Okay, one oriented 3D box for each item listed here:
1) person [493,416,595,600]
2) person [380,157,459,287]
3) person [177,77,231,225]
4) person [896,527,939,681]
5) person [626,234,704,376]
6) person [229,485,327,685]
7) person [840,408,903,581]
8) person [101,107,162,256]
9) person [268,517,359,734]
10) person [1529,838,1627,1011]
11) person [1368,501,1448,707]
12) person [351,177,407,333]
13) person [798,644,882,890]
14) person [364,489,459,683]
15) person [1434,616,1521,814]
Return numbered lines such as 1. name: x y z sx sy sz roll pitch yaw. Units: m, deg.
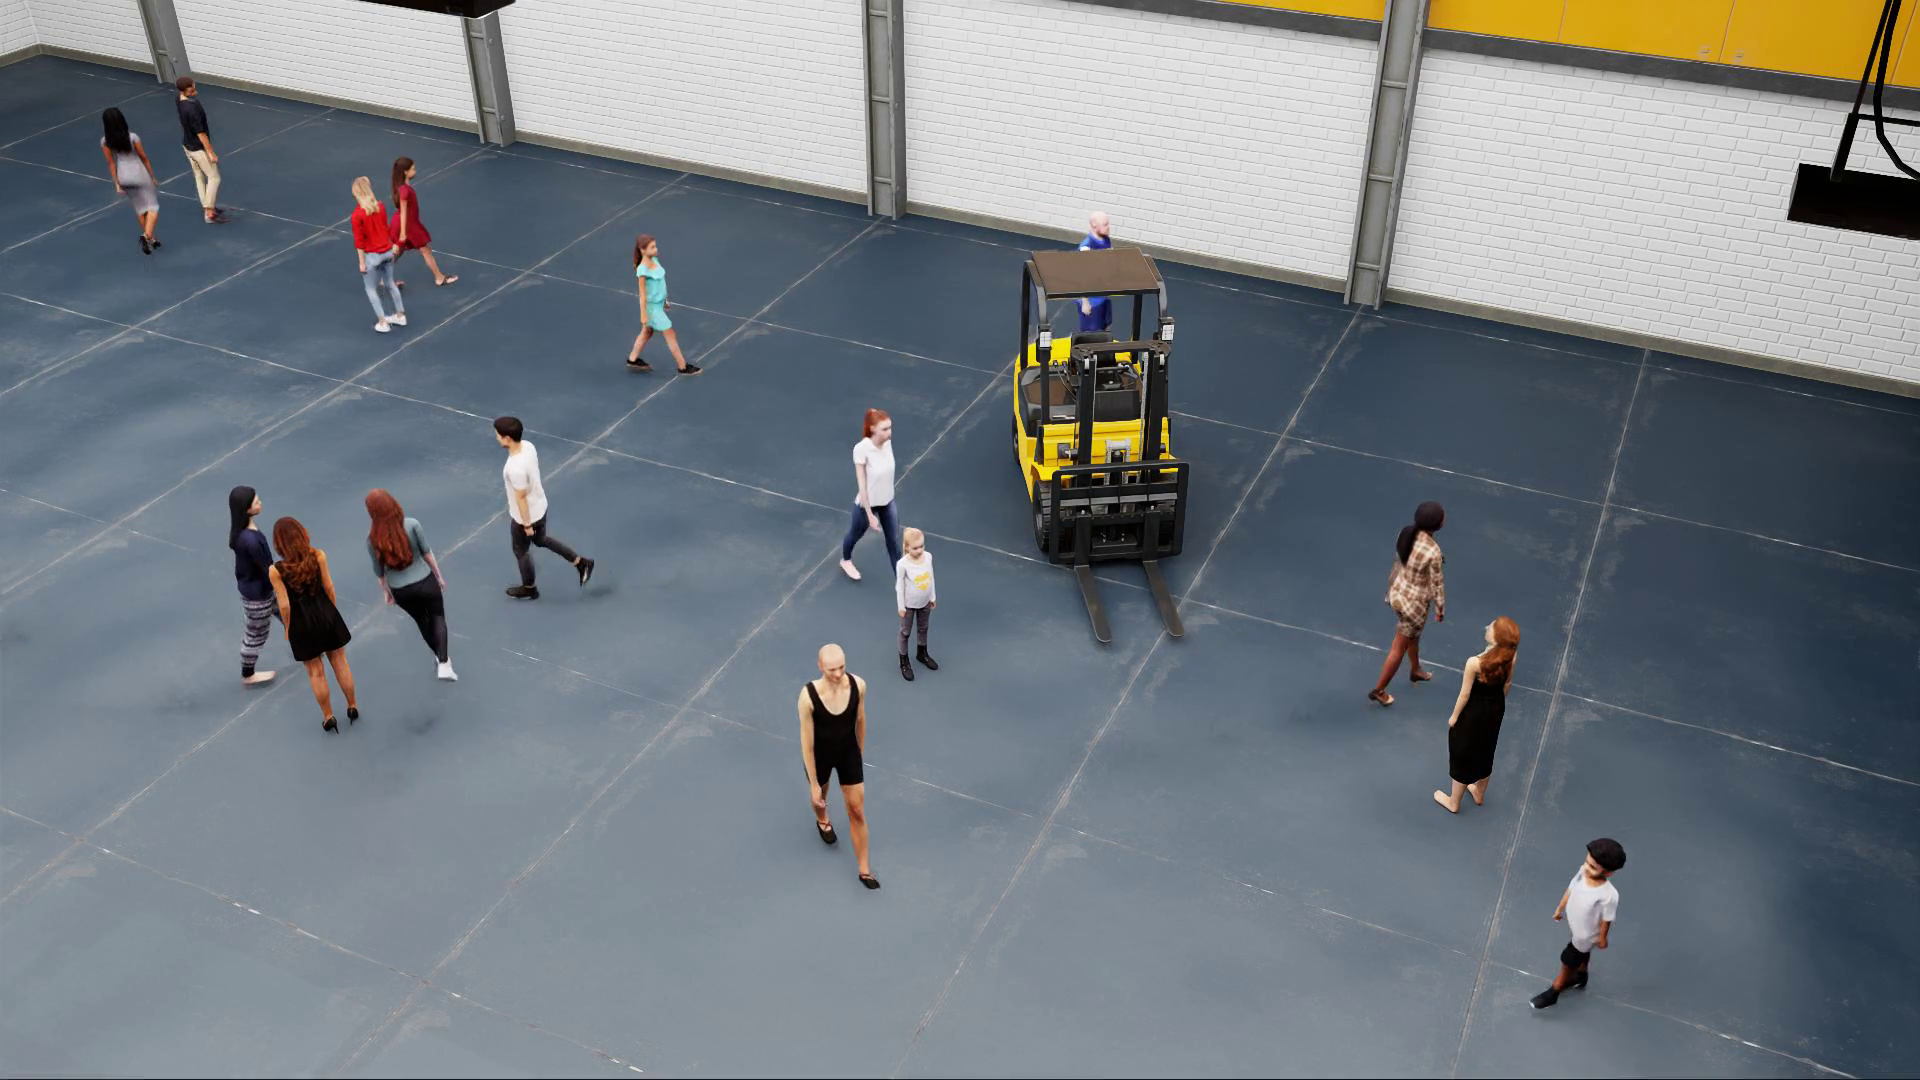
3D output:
1. person: -3.412 -0.256 13.469 1.056 1.698 0.836 1 34 2
2. person: -6.217 -3.475 18.490 1.073 1.502 1.043 -13 36 -19
3. person: -9.216 -4.745 20.115 0.678 1.818 0.841 19 38 26
4. person: -0.348 0.459 12.773 0.575 1.279 0.617 -21 39 -28
5. person: -3.161 -2.359 16.796 1.104 1.519 0.760 5 34 8
6. person: -5.357 0.398 12.491 1.042 1.692 1.038 -16 37 -22
7. person: -0.774 -0.309 13.563 0.891 1.684 1.240 -26 42 -34
8. person: -9.515 -4.087 19.174 0.972 1.764 0.953 -5 34 -7
9. person: -4.669 0.624 12.023 0.660 1.835 0.663 -24 40 -31
10. person: 3.841 2.286 10.055 0.792 1.244 0.721 -10 35 -14
11. person: 3.240 0.520 12.237 0.954 1.770 0.910 -13 36 -18
12. person: -6.154 -3.006 17.616 0.555 1.688 0.648 14 36 21
13. person: -0.878 1.389 10.934 1.109 1.766 1.209 -14 36 -20
14. person: -4.096 0.416 12.448 0.917 1.711 0.983 -8 34 -12
15. person: 3.556 1.190 11.360 0.685 1.624 0.745 -11 35 -17
